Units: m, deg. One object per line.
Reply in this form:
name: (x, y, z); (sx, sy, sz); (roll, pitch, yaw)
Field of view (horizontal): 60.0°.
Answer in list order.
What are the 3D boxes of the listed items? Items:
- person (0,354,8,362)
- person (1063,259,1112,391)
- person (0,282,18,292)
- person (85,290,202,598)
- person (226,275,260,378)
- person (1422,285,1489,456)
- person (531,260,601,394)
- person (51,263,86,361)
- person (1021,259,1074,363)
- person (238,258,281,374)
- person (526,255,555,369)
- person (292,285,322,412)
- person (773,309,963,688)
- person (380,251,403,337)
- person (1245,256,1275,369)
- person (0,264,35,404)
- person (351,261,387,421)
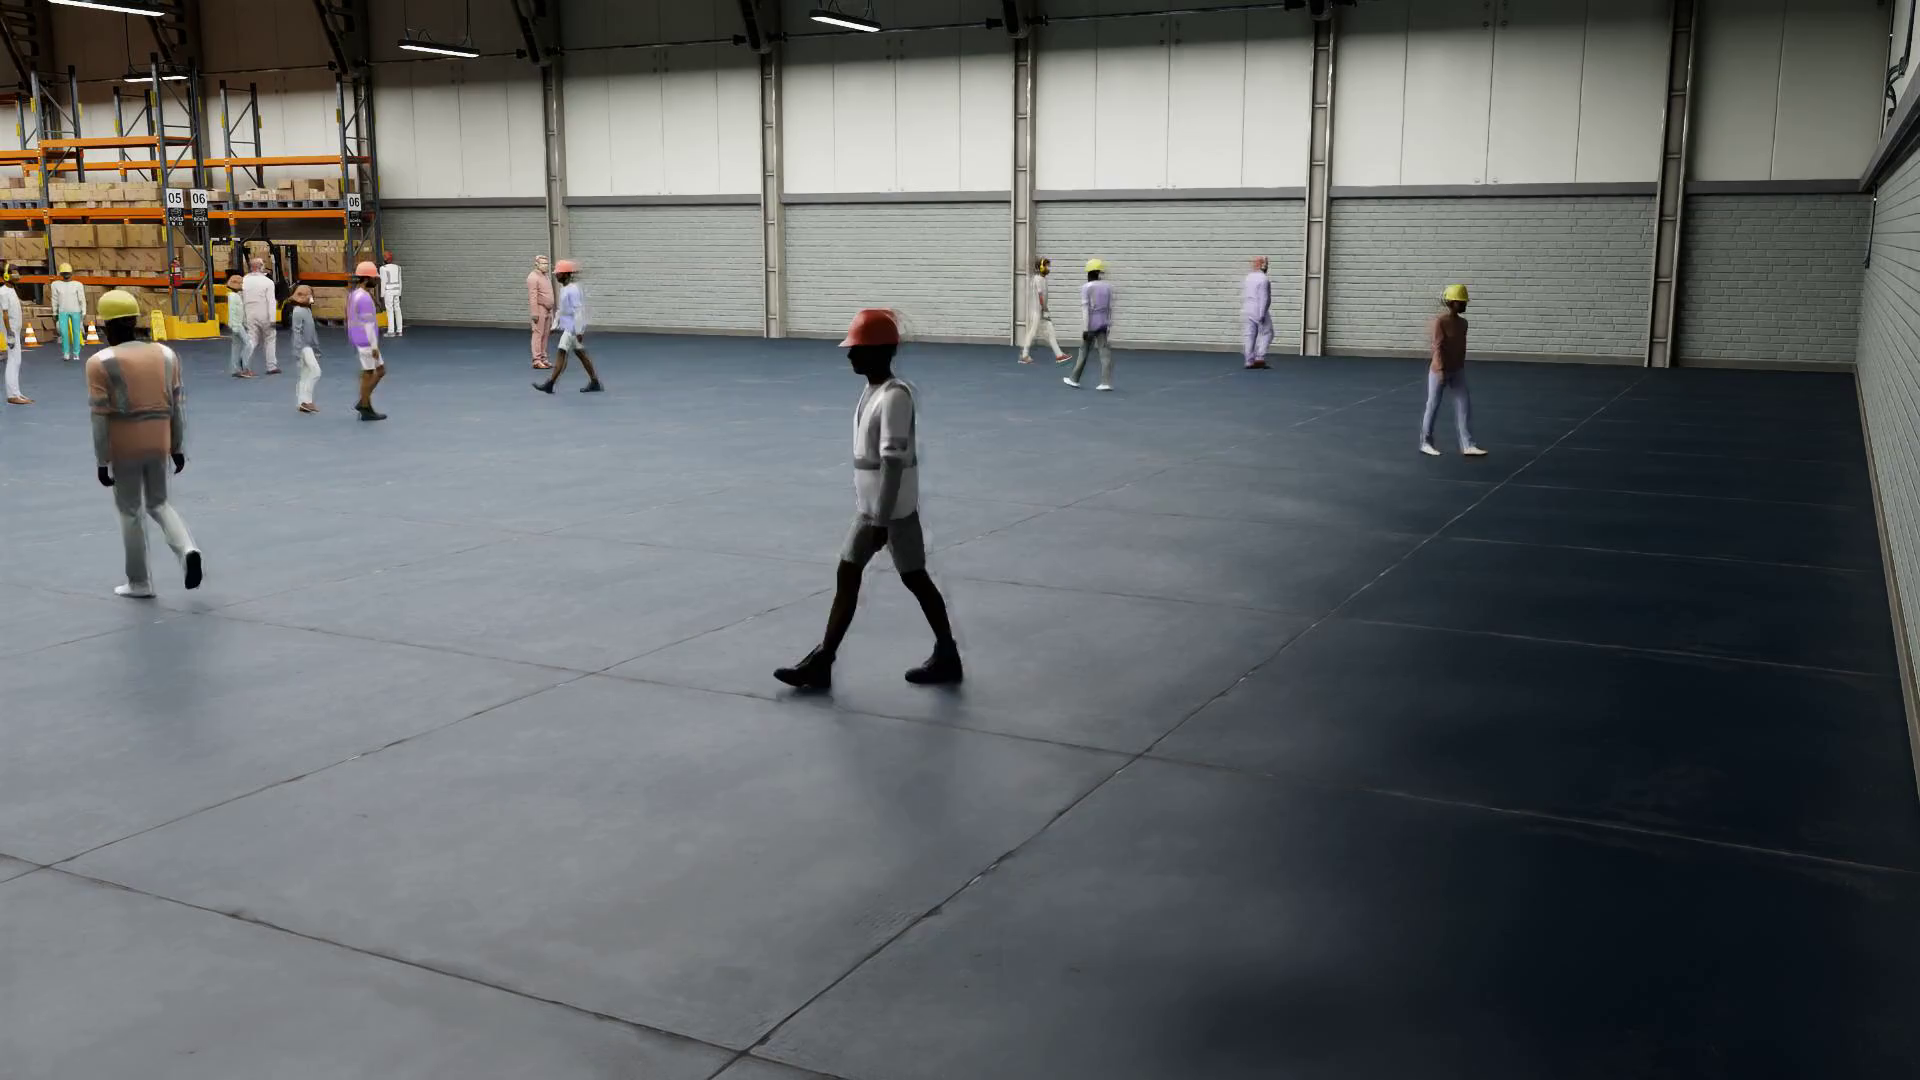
person: (-17.211, -4.090, 29.123); (0.976, 2.005, 0.632); (2, 11, 9)
person: (1.903, -3.130, 24.236); (0.608, 1.875, 0.967); (-8, 13, -37)
person: (-24.379, -6.533, 42.488); (0.375, 1.997, 0.611); (3, 11, 17)
person: (-5.012, -0.570, 10.199); (0.579, 1.912, 0.611); (6, 12, 31)
person: (-11.277, -3.359, 26.199); (0.531, 1.617, 0.515); (-4, 11, -20)
person: (4.993, -1.686, 16.759); (0.545, 1.732, 0.807); (-6, 12, -31)
person: (-5.593, -3.017, 23.629); (1.016, 1.883, 0.565); (-4, 11, -22)
person: (-15.867, -4.046, 29.618); (0.552, 1.729, 0.826); (-5, 11, -24)
person: (1.502, -3.990, 29.105); (0.968, 1.823, 0.519); (4, 11, 20)
person: (-11.284, -3.585, 26.721); (0.652, 1.883, 0.757); (1, 10, 8)
person: (-7.037, -3.838, 28.052); (0.399, 1.905, 0.643); (1, 10, 8)
person: (-8.227, -2.406, 21.029); (0.425, 1.619, 0.501); (-1, 10, -8)
person: (-0.414, -0.187, 8.195); (0.980, 1.884, 0.561); (-4, 11, -20)
person: (-12.626, -5.451, 36.890); (0.356, 1.887, 0.573); (6, 12, 28)
person: (5.034, -3.808, 27.919); (0.511, 1.890, 0.644); (-4, 11, -23)
person: (-12.613, -2.740, 22.165); (0.310, 1.864, 0.533); (-4, 11, -19)
person: (-7.146, -2.398, 20.136); (0.404, 1.923, 0.579); (-5, 11, -24)
